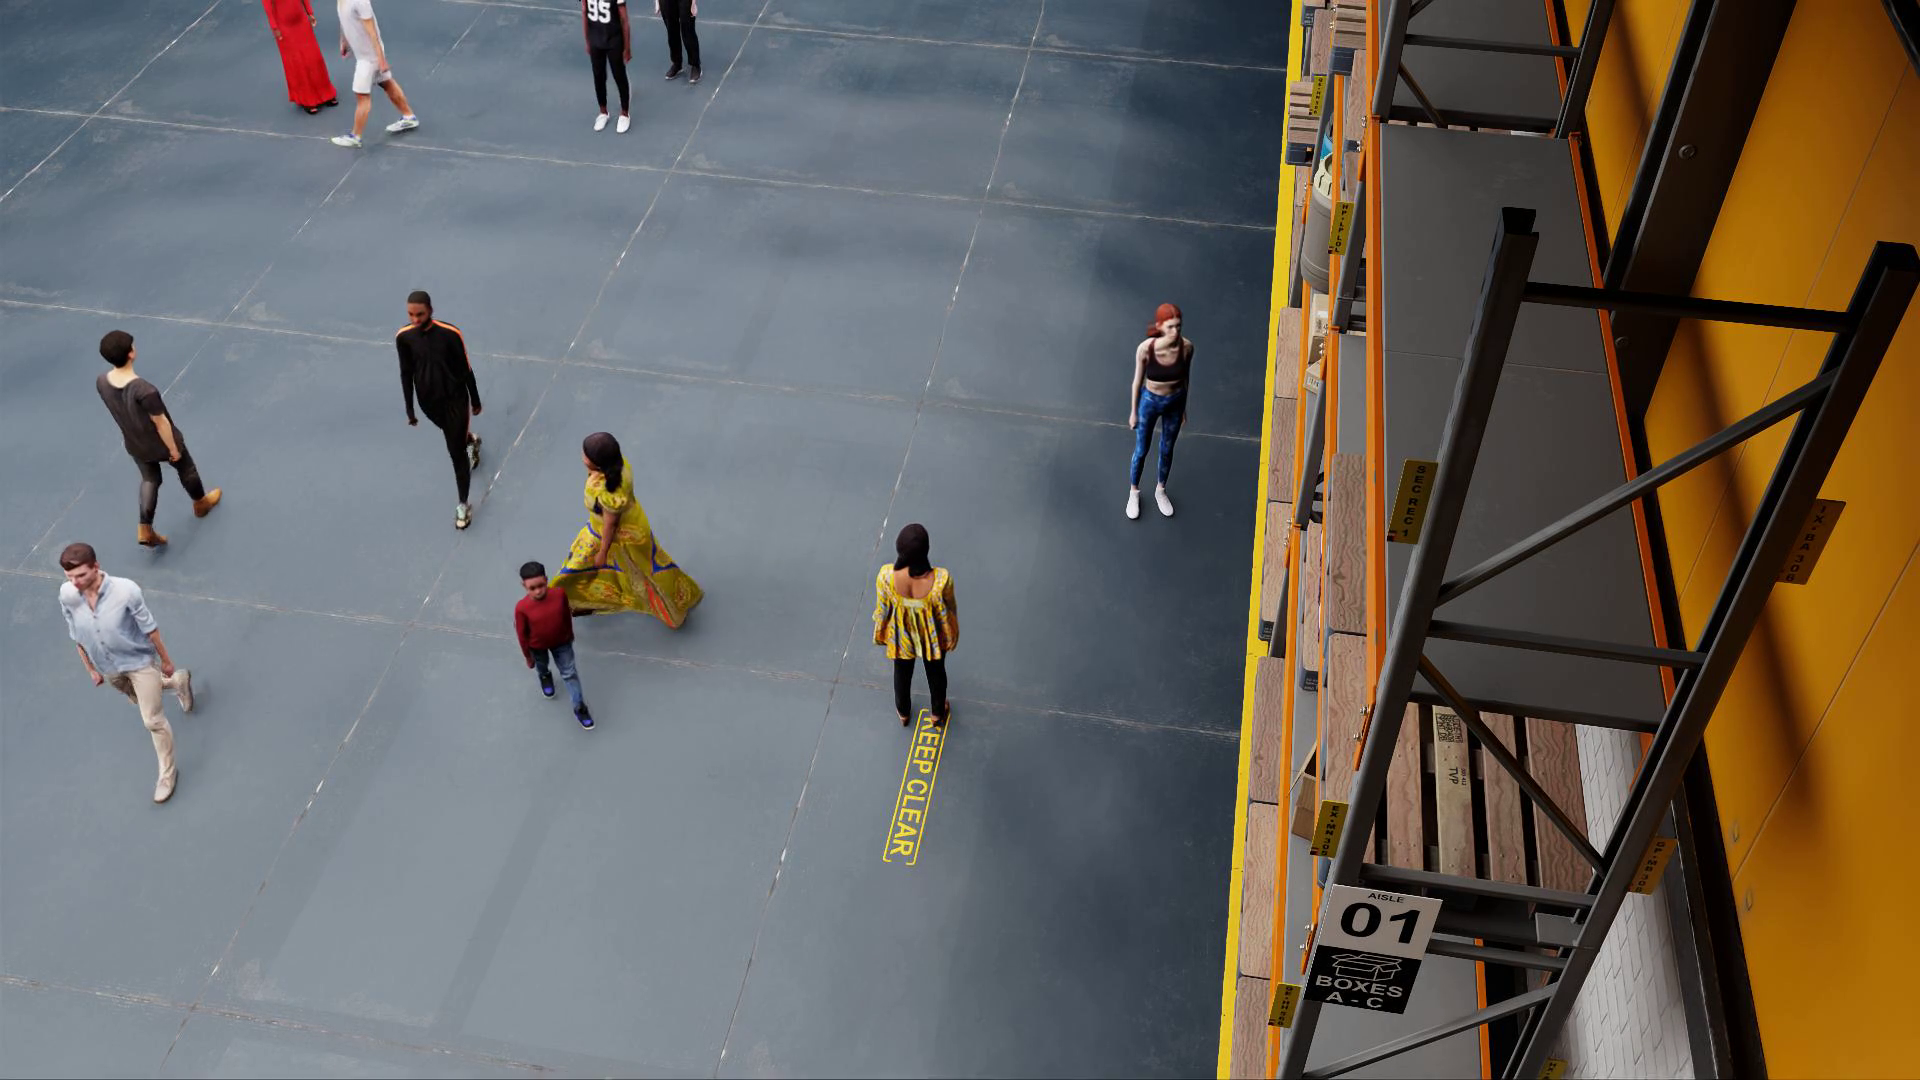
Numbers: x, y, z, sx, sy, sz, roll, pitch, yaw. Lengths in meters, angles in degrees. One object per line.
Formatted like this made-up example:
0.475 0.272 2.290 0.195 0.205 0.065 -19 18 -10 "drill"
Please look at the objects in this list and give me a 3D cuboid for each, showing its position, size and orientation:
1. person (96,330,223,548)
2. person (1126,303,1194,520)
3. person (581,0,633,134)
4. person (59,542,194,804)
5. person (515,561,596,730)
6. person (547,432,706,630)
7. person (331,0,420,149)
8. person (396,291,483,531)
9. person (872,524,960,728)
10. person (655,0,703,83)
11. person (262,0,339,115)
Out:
-5.668 -0.671 11.543 0.648 1.692 1.013 8 44 9 "person"
1.409 -0.906 11.731 0.641 1.782 0.666 -5 44 -5 "person"
-3.330 -4.760 15.809 0.637 1.729 0.606 8 44 9 "person"
-4.989 0.666 10.047 0.786 1.819 1.193 0 44 0 "person"
-2.642 0.591 10.554 0.791 1.228 0.920 -18 47 -18 "person"
-2.143 -0.041 10.954 1.162 1.603 1.364 -10 45 -10 "person"
-5.464 -4.614 15.591 1.208 1.818 1.153 -26 50 -25 "person"
-3.668 -1.055 11.892 0.793 1.766 1.250 0 44 0 "person"
-0.263 0.561 10.281 0.733 1.648 0.766 3 44 3 "person"
-2.792 -5.383 16.452 0.601 1.744 0.514 10 44 10 "person"
-6.425 -4.971 15.994 0.818 1.788 0.712 30 51 28 "person"
